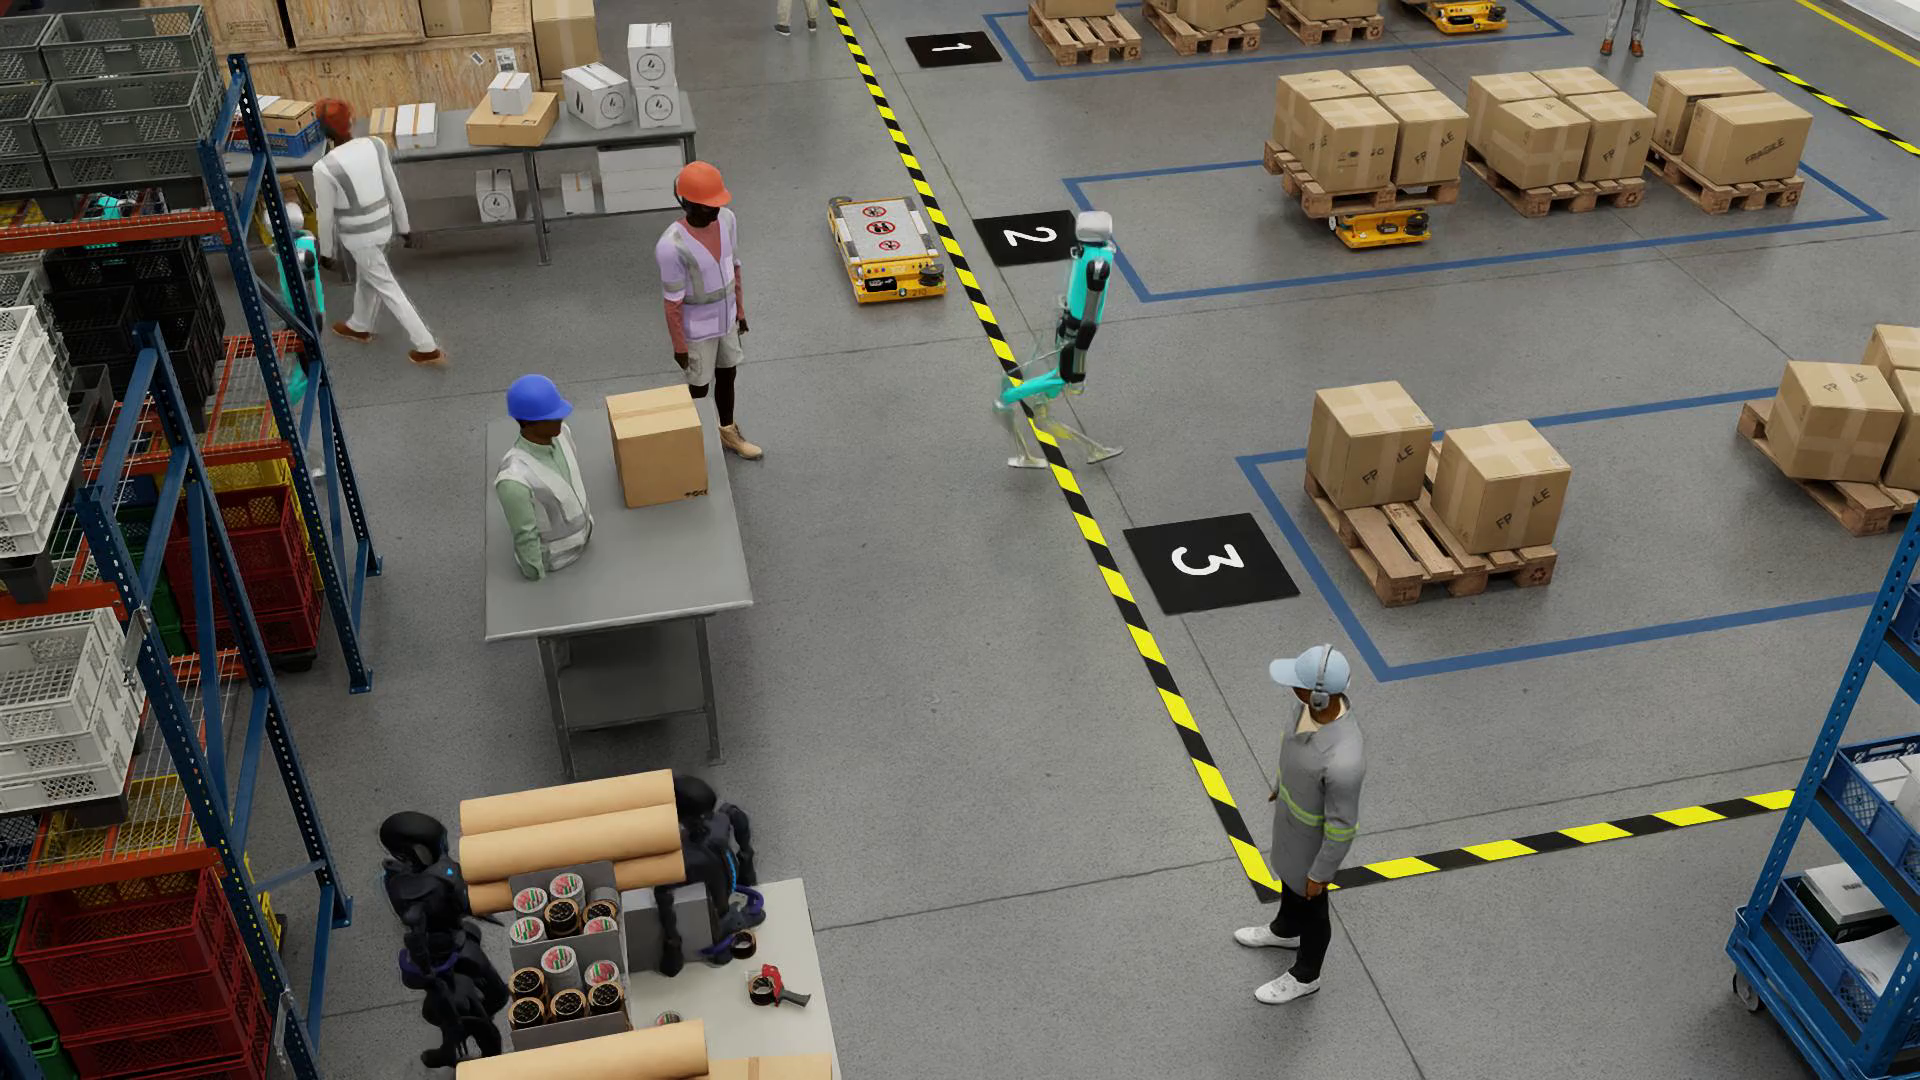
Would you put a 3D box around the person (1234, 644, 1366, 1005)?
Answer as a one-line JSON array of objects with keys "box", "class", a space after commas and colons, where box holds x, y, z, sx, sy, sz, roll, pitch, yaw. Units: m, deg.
[{"box": [1.366, 1.144, 6.691, 0.393, 1.849, 0.593, -3, 37, -5], "class": "person"}]

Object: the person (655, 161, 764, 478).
[{"box": [-1.458, -1.273, 9.790, 0.399, 2.034, 0.607, 23, 42, 27], "class": "person"}]

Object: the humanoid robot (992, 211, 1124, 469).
[{"box": [0.534, -1.103, 9.799, 0.964, 1.736, 0.539, -1, 37, -2], "class": "humanoid robot"}]

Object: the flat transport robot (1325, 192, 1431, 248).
[{"box": [3.134, -2.740, 13.213, 0.652, 0.197, 1.431, -8, 37, -10], "class": "flat transport robot"}]

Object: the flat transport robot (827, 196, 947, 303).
[{"box": [-0.570, -2.220, 12.538, 0.659, 0.231, 1.431, -8, 37, -10], "class": "flat transport robot"}]

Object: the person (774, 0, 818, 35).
[{"box": [-1.620, -5.782, 16.067, 0.570, 1.769, 0.397, -14, 39, -18], "class": "person"}]

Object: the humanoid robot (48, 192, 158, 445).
[{"box": [-5.082, -1.313, 10.004, 0.532, 1.693, 0.727, -5, 37, -6], "class": "humanoid robot"}]

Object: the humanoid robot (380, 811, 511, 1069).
[{"box": [-1.941, 1.570, 6.274, 0.462, 1.631, 0.619, -2, 37, -3], "class": "humanoid robot"}]

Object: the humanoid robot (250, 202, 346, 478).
[{"box": [-3.981, -1.049, 9.772, 0.698, 1.842, 0.542, -19, 41, -24], "class": "humanoid robot"}]

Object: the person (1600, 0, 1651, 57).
[{"box": [6.425, -5.490, 15.581, 0.587, 1.884, 0.361, 6, 37, 8], "class": "person"}]

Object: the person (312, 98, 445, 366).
[{"box": [-3.924, -2.018, 10.959, 1.014, 1.827, 0.583, 16, 40, 20], "class": "person"}]

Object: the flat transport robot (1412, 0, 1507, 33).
[{"box": [4.948, -5.525, 16.956, 0.652, 0.197, 1.431, -8, 37, -10], "class": "flat transport robot"}]

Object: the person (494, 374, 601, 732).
[{"box": [-1.956, 0.056, 8.071, 0.381, 1.950, 0.601, 6, 37, 8], "class": "person"}]

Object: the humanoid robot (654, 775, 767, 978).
[{"box": [-0.904, 1.544, 6.296, 0.384, 1.643, 0.600, 18, 40, 22], "class": "humanoid robot"}]
